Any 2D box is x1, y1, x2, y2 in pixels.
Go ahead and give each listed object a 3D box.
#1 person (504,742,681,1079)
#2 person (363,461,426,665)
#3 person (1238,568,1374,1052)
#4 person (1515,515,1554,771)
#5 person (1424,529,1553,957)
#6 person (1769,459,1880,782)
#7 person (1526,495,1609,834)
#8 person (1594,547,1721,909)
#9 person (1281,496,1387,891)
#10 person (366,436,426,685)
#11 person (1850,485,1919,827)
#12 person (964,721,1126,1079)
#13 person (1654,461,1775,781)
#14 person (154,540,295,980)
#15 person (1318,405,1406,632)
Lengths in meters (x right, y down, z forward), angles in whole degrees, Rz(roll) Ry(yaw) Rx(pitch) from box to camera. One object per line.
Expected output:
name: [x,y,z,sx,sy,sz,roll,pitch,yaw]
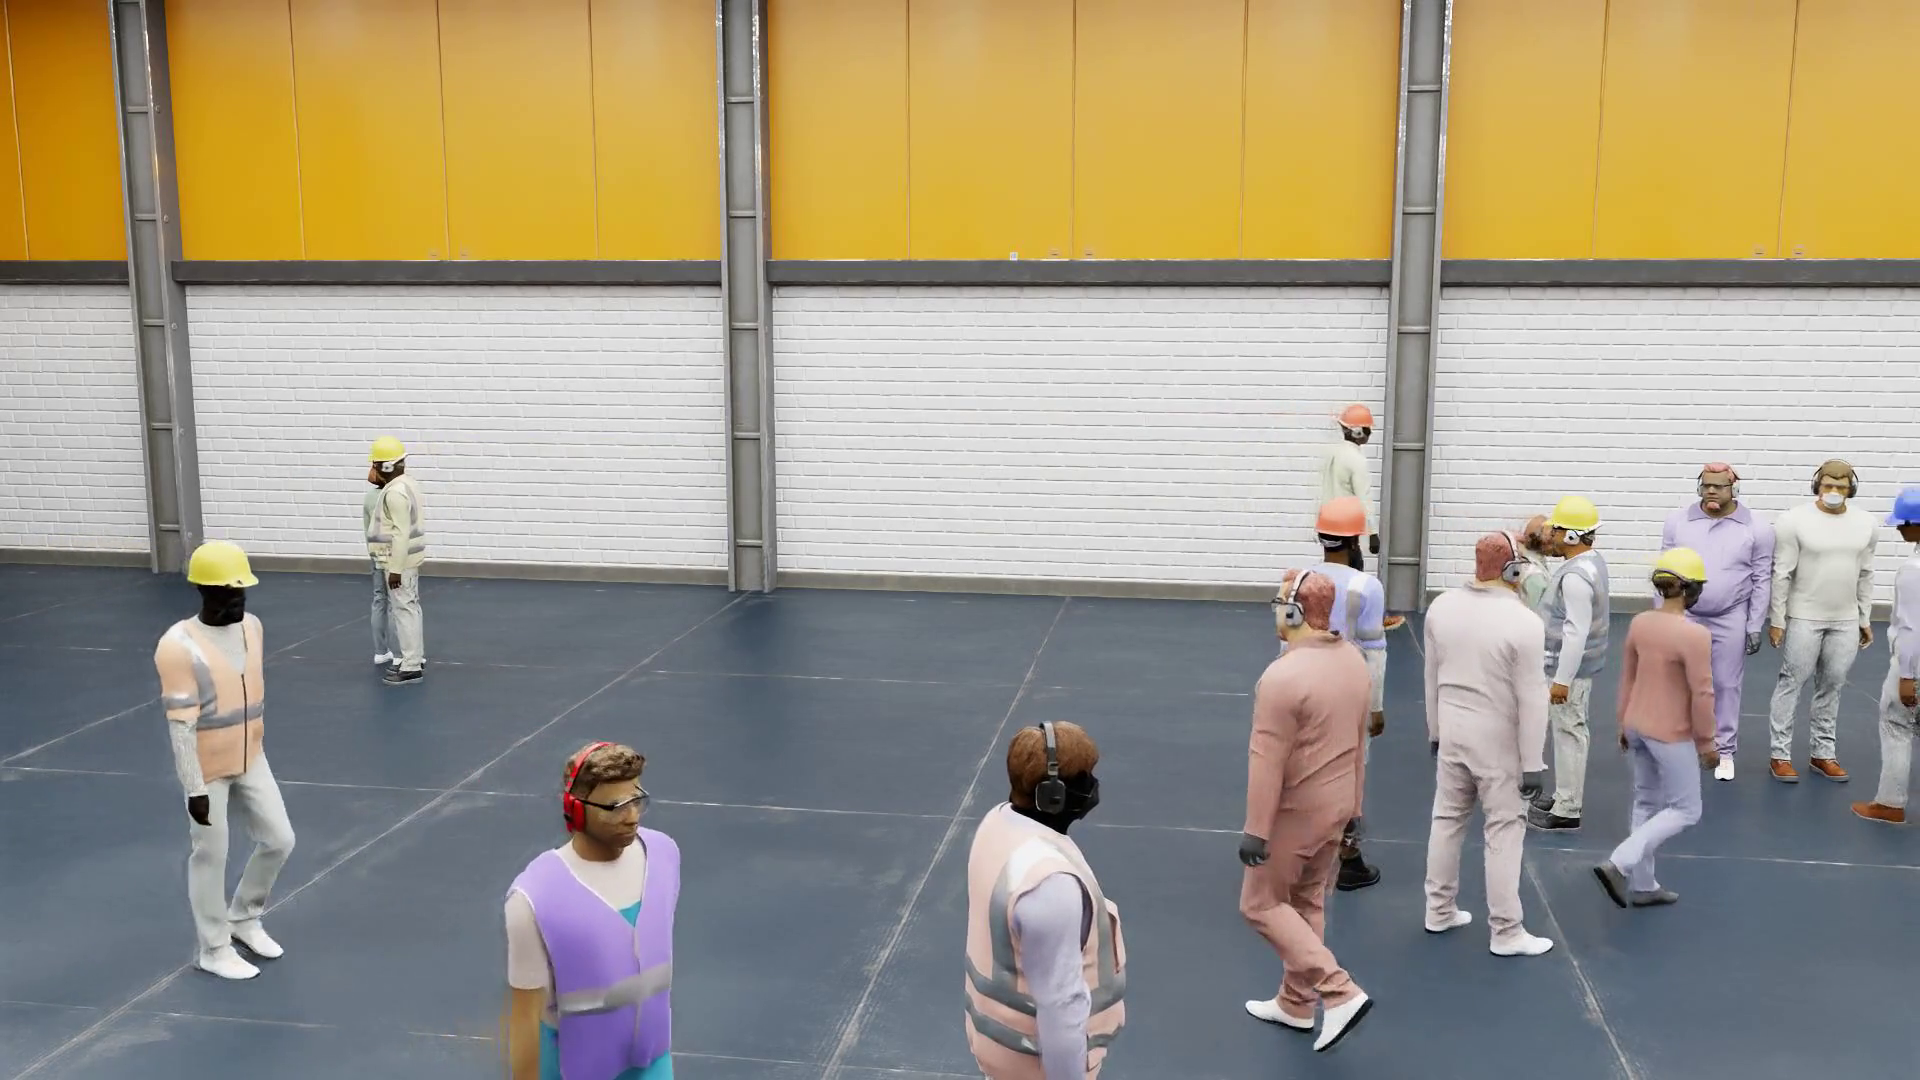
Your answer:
person: [-1.022,1.407,4.515,0.829,1.821,0.577,7,11,36]
person: [-4.372,0.158,12.772,0.498,1.634,0.280,7,12,38]
person: [1.366,1.054,6.446,0.543,1.890,0.662,8,12,41]
person: [3.392,0.646,9.822,0.434,1.622,0.526,3,10,20]
person: [2.367,0.888,7.437,0.404,1.905,0.648,-6,11,-31]
person: [5.105,0.478,9.868,0.635,1.935,0.354,0,9,-2]
person: [3.287,0.669,9.011,0.404,1.833,0.592,4,10,24]
person: [3.241,0.907,7.796,0.562,1.743,0.539,-2,9,-13]
person: [1.844,0.749,8.189,0.542,1.939,0.366,7,12,38]
person: [-4.141,0.147,12.240,0.403,1.827,0.601,-2,9,-12]
person: [5.221,0.658,8.857,0.614,1.908,0.732,-5,11,-30]
person: [0.232,1.391,4.531,0.430,1.845,0.624,-2,9,-12]
person: [4.482,0.477,9.966,0.641,1.908,0.407,6,11,34]
person: [-3.120,0.944,7.067,0.441,1.912,0.588,4,10,21]
person: [3.242,-0.116,13.494,0.991,1.945,0.656,-1,9,-9]
